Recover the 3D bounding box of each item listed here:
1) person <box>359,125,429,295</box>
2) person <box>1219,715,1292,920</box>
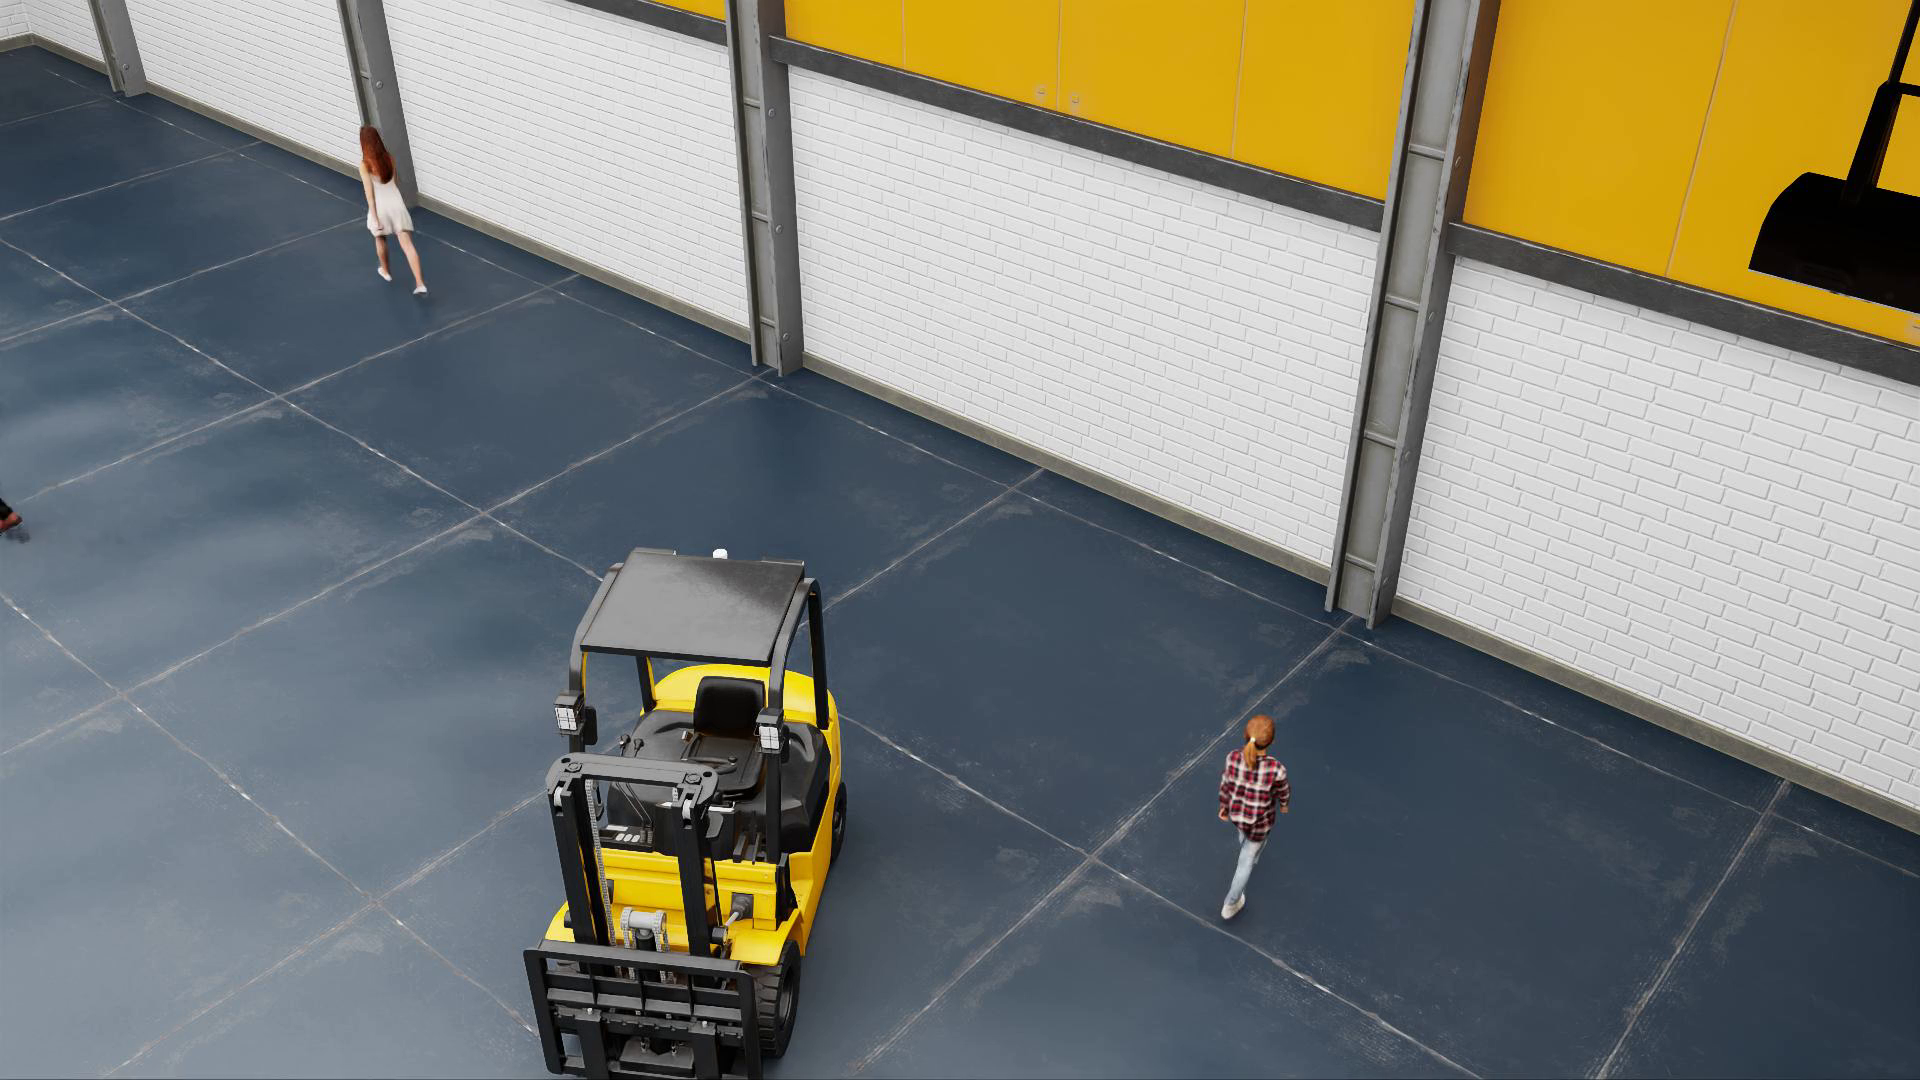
[{"bbox_3d":[-5.520,-3.171,16.210,0.701,1.669,1.216,-24,41,-32],"label":"person"},{"bbox_3d":[1.624,1.594,9.408,0.869,1.263,0.647,20,38,27],"label":"person"}]
